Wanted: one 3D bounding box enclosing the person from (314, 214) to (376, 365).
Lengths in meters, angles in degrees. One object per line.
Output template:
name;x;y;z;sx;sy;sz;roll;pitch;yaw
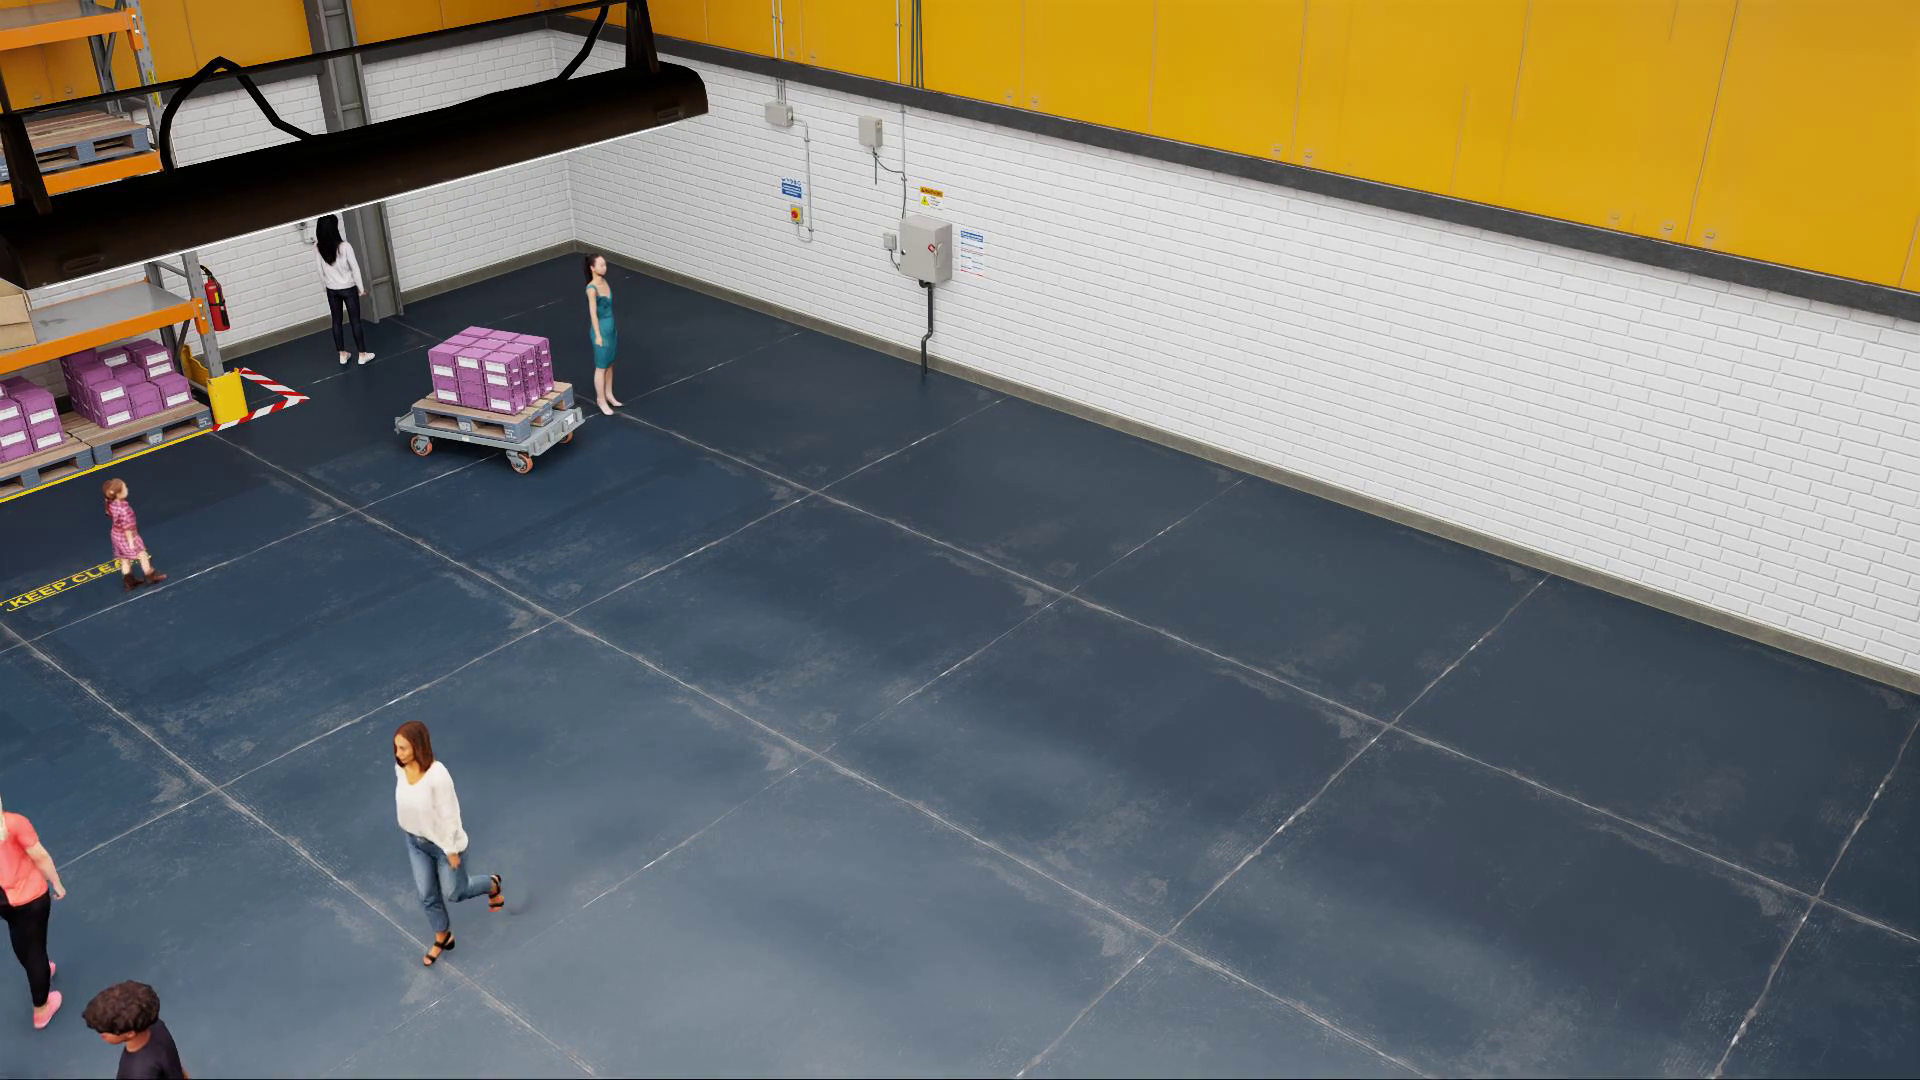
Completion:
person;-6.759;-2.750;18.145;0.712;1.700;0.734;3;29;5

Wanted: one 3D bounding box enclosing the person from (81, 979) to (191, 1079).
person;-3.655;2.788;7.948;1.245;1.743;1.004;-10;30;-18

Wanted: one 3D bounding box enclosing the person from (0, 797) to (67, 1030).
person;-5.361;2.062;9.348;0.823;1.677;0.885;-1;29;-2

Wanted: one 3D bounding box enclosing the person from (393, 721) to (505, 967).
person;-3.059;1.756;9.920;0.709;1.666;0.901;16;32;27

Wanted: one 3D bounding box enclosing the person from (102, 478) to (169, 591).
person;-7.014;-0.034;13.883;0.439;1.013;0.548;19;34;31

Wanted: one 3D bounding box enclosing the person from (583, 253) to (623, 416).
person;-3.647;-2.115;16.995;0.686;1.687;0.555;7;29;12
